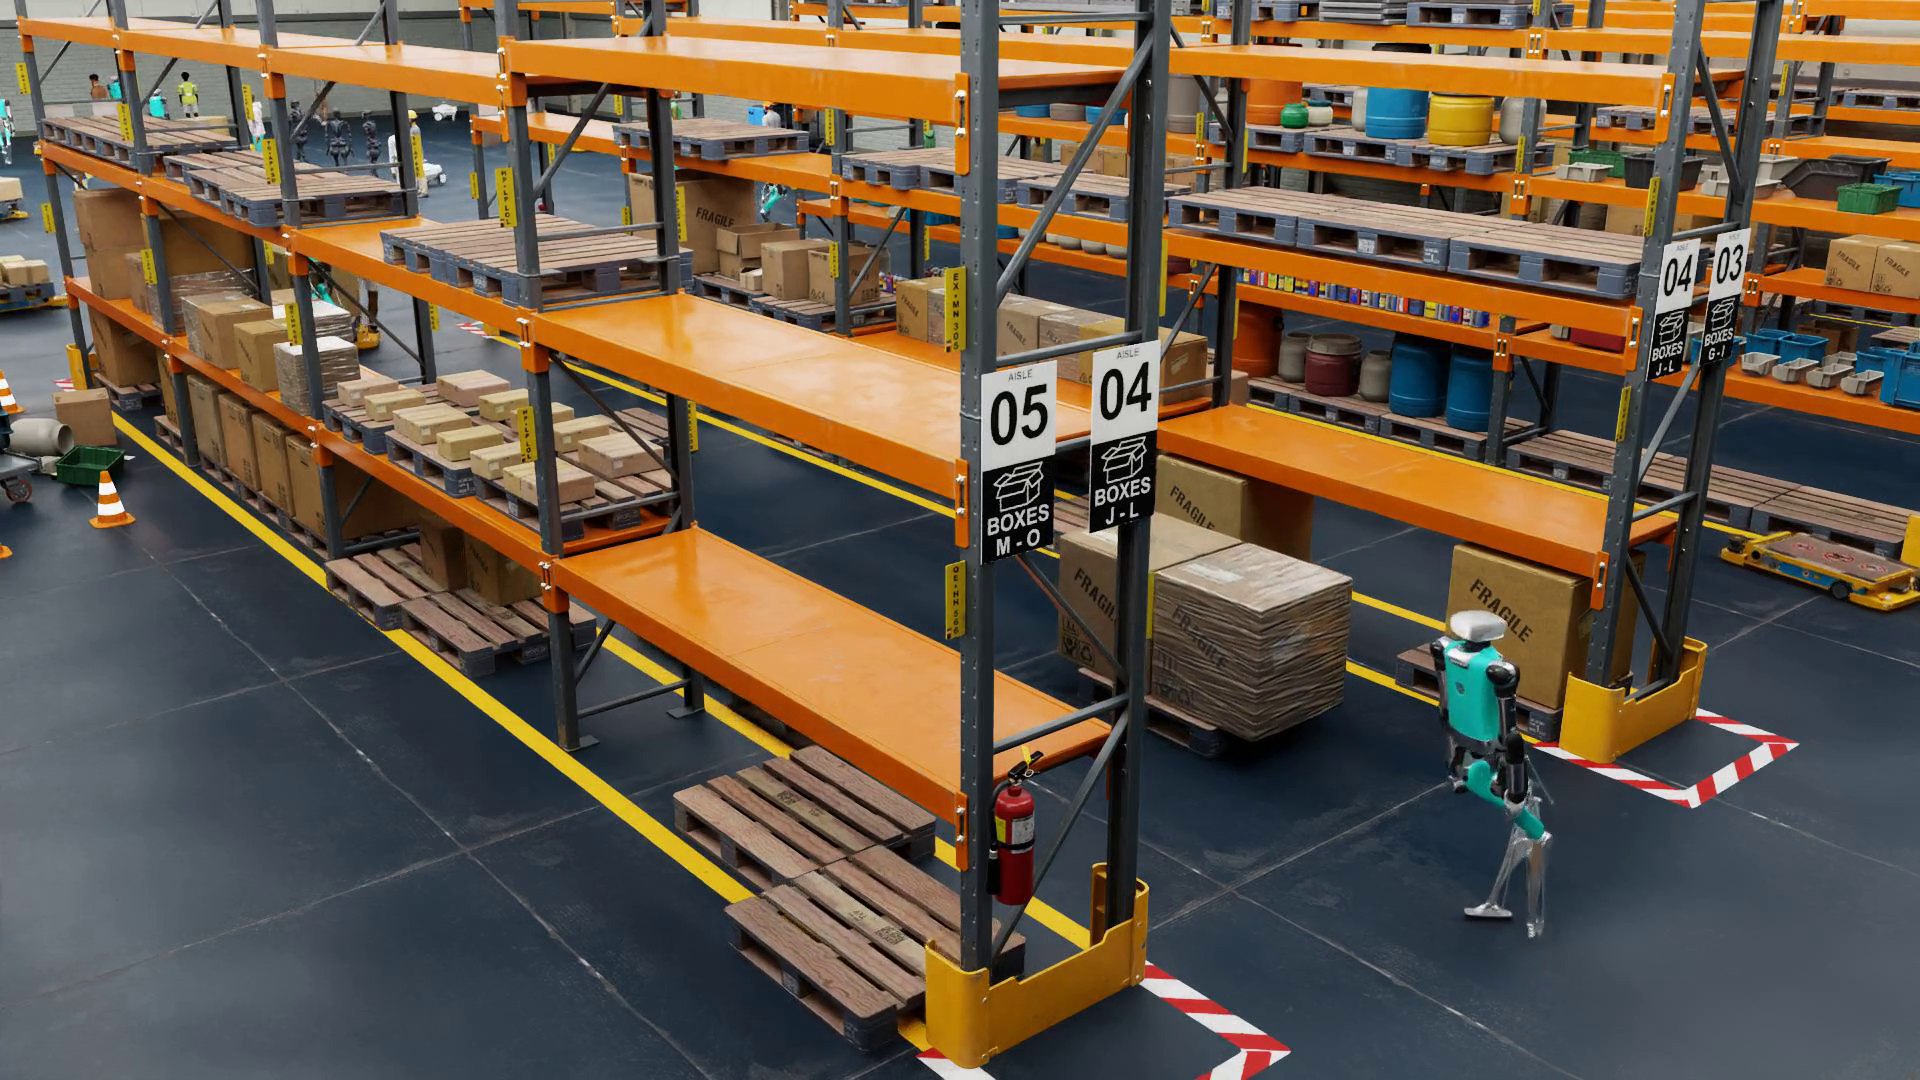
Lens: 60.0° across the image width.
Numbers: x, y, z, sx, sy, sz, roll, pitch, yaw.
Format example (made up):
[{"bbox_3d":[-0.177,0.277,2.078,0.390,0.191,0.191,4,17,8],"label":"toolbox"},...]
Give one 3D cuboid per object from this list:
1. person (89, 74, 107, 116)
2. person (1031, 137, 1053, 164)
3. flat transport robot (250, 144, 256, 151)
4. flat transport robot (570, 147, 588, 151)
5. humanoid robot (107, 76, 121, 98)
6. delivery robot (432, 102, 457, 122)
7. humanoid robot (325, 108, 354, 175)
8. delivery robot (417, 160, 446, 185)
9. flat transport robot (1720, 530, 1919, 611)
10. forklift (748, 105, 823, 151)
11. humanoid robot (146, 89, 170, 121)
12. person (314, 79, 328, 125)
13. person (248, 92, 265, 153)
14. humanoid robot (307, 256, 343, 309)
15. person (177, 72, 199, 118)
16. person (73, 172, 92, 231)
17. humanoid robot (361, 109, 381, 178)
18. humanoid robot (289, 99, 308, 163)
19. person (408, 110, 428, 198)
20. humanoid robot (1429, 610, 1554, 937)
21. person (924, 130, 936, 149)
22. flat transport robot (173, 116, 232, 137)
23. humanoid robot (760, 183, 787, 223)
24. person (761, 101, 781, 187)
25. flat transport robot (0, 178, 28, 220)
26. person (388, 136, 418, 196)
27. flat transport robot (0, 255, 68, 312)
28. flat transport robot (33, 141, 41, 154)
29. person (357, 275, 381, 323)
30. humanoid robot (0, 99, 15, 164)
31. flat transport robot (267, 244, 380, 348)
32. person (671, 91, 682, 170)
[{"bbox_3d":[-22.844,-11.391,44.009,0.673,1.827,0.775,1,19,2],"label":"person"},{"bbox_3d":[1.500,-6.849,31.172,0.548,1.760,0.405,13,23,33],"label":"person"},{"bbox_3d":[-18.477,-9.861,42.001,1.431,0.231,0.659,2,19,7],"label":"flat transport robot"},{"bbox_3d":[-9.531,-10.258,43.130,0.659,0.231,1.431,11,22,28],"label":"flat transport robot"},{"bbox_3d":[-22.548,-11.649,45.016,0.563,1.792,1.085,7,21,20],"label":"humanoid robot"},{"bbox_3d":[-15.671,-12.981,50.469,0.780,0.609,0.525,-8,21,-21],"label":"delivery robot"},{"bbox_3d":[-13.537,-8.553,36.192,0.591,1.631,0.660,-4,20,-11],"label":"humanoid robot"},{"bbox_3d":[-11.590,-7.953,36.167,0.499,0.614,0.815,7,21,19],"label":"delivery robot"},{"bbox_3d":[6.937,0.218,13.315,0.659,0.231,1.431,-11,22,-29],"label":"flat transport robot"},{"bbox_3d":[-4.526,-11.368,42.374,1.129,2.768,1.873,-15,24,-37],"label":"forklift"},{"bbox_3d":[-19.256,-10.025,40.344,0.530,1.810,0.793,2,19,6],"label":"humanoid robot"},{"bbox_3d":[-18.798,-13.173,49.015,0.522,1.866,0.456,17,26,40],"label":"person"},{"bbox_3d":[-15.775,-9.079,37.302,0.369,1.912,0.491,-11,22,-29],"label":"person"},{"bbox_3d":[-7.833,-3.070,20.477,0.672,1.808,0.538,12,23,30],"label":"humanoid robot"},{"bbox_3d":[-21.671,-12.294,46.766,0.532,1.697,0.322,-12,23,-31],"label":"person"},{"bbox_3d":[-15.824,-6.479,29.929,0.384,1.890,0.545,-11,22,-28],"label":"person"},{"bbox_3d":[-12.626,-8.422,35.774,0.343,1.641,0.590,-2,19,-6],"label":"humanoid robot"},{"bbox_3d":[-15.358,-9.345,38.447,0.712,1.633,0.585,3,20,7],"label":"humanoid robot"},{"bbox_3d":[-11.255,-7.974,34.372,0.318,1.767,0.533,-10,21,-25],"label":"person"},{"bbox_3d":[2.785,1.170,8.415,0.836,1.792,0.605,-10,22,-26],"label":"humanoid robot"},{"bbox_3d":[-0.651,-7.402,32.798,0.326,1.735,0.471,17,26,40],"label":"person"},{"bbox_3d":[-18.927,-9.746,41.674,1.431,0.231,0.659,2,19,5],"label":"flat transport robot"},{"bbox_3d":[-3.340,-6.127,29.171,0.788,1.791,0.536,-16,25,-38],"label":"humanoid robot"},{"bbox_3d":[-4.076,-8.574,35.904,0.387,1.889,0.574,15,24,36],"label":"person"},{"bbox_3d":[-18.350,-6.072,31.218,0.659,0.231,1.431,7,20,18],"label":"flat transport robot"},{"bbox_3d":[-10.427,-6.965,31.327,0.573,1.882,0.355,-11,22,-29],"label":"person"},{"bbox_3d":[-13.469,-3.342,23.447,0.659,0.231,1.431,16,25,38],"label":"flat transport robot"},{"bbox_3d":[-23.289,-10.030,42.481,0.659,0.231,1.431,-10,22,-26],"label":"flat transport robot"},{"bbox_3d":[-7.761,-3.564,21.604,0.681,1.920,0.535,-12,22,-30],"label":"person"},{"bbox_3d":[-22.588,-9.650,39.183,0.563,1.734,1.028,-8,21,-22],"label":"humanoid robot"},{"bbox_3d":[-8.199,-2.581,21.280,1.431,0.231,0.659,-5,20,-15],"label":"flat transport robot"},{"bbox_3d":[-6.507,-9.356,38.008,0.397,1.970,0.479,-5,20,-13],"label":"person"}]
